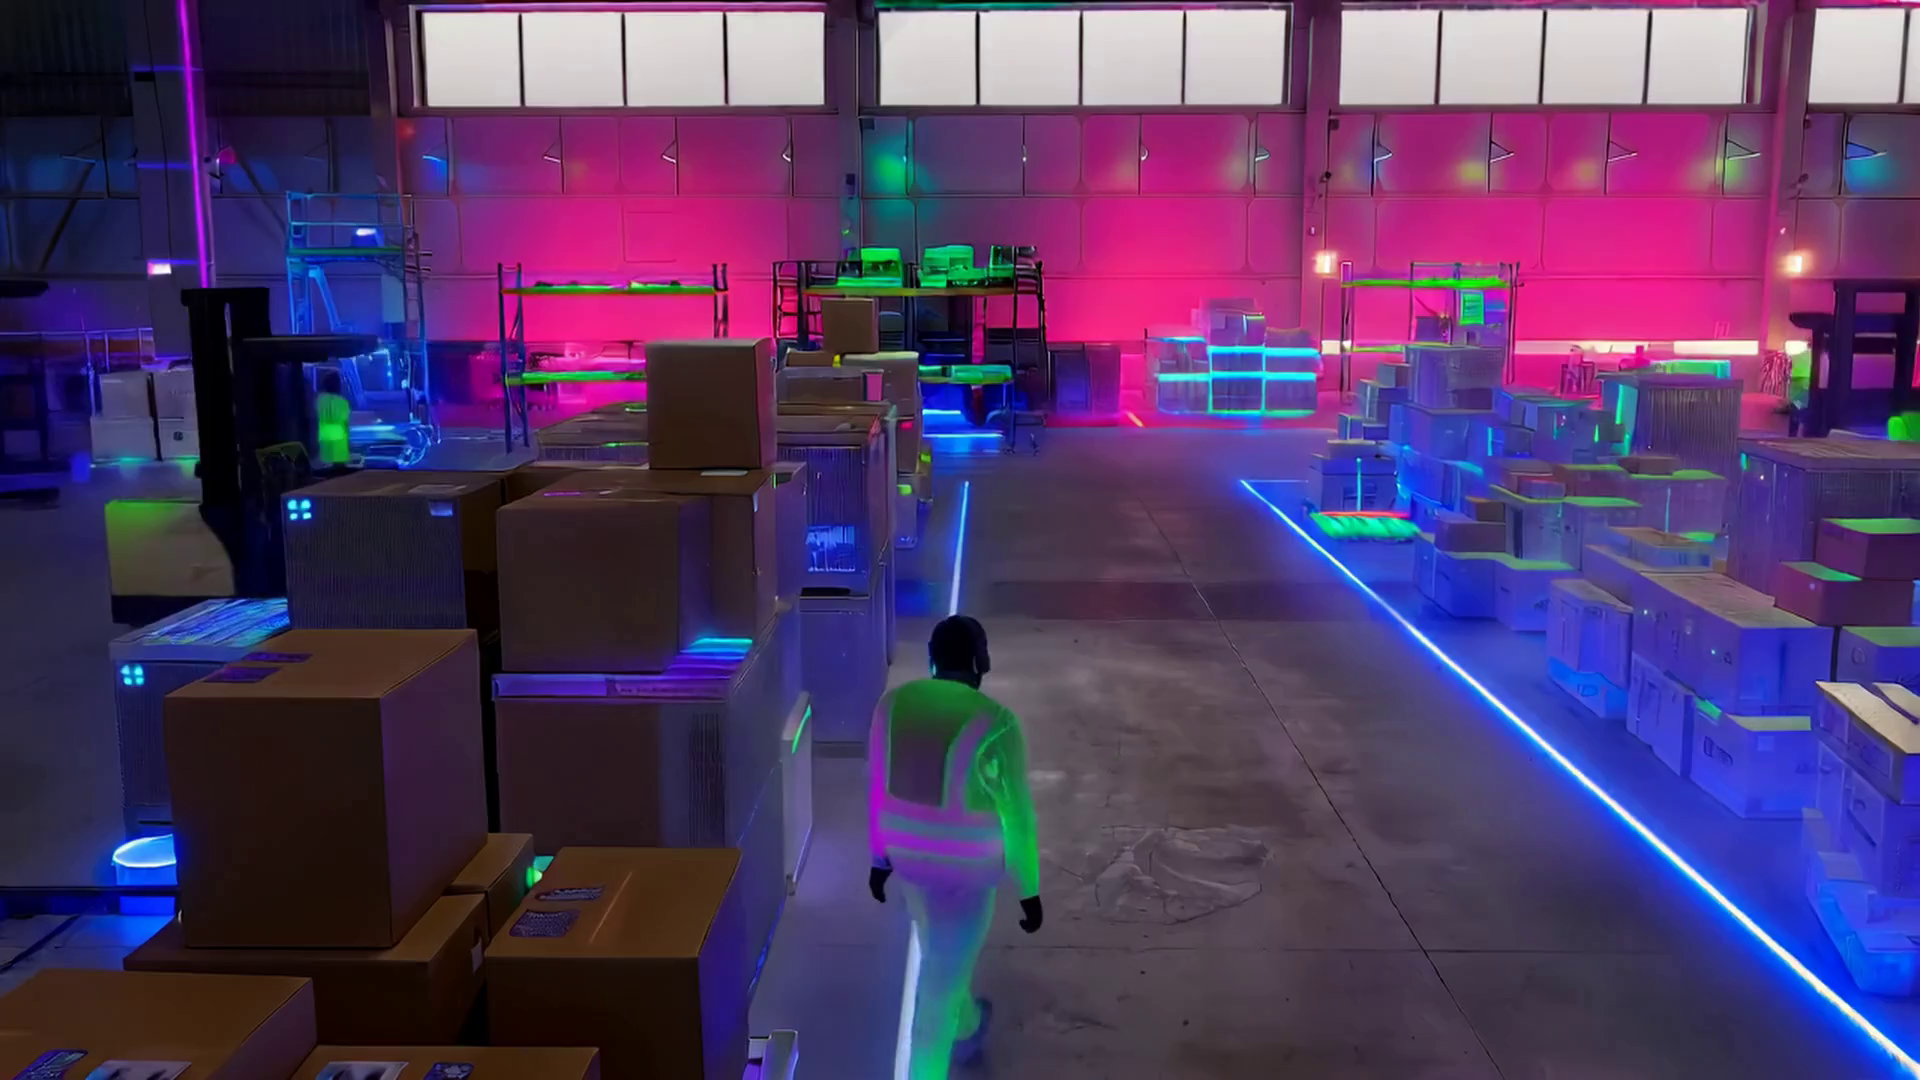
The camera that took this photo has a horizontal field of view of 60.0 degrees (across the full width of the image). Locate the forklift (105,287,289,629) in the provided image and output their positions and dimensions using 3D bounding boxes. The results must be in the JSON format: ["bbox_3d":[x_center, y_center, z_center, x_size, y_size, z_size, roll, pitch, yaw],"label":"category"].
[{"bbox_3d":[-6.048,-0.715,13.921,1.873,2.768,1.129,0,9,1],"label":"forklift"}]

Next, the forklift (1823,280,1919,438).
[{"bbox_3d":[10.692,-1.653,19.534,1.129,2.768,1.873,0,9,1],"label":"forklift"}]

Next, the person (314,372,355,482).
[{"bbox_3d":[-7.873,-1.268,20.815,0.538,1.678,0.704,5,11,29],"label":"person"}]

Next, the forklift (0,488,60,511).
[{"bbox_3d":[-12.090,-1.749,20.112,1.873,2.768,1.129,-5,11,-26],"label":"forklift"}]

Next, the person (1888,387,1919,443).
[{"bbox_3d":[10.344,-0.841,18.273,0.542,1.680,0.520,-3,10,-16],"label":"person"}]

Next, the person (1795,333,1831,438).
[{"bbox_3d":[14.348,-2.572,27.917,0.439,1.922,0.556,0,9,-1],"label":"person"}]

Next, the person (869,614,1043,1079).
[{"bbox_3d":[0.025,1.162,5.954,0.684,1.787,0.868,8,12,40],"label":"person"}]
